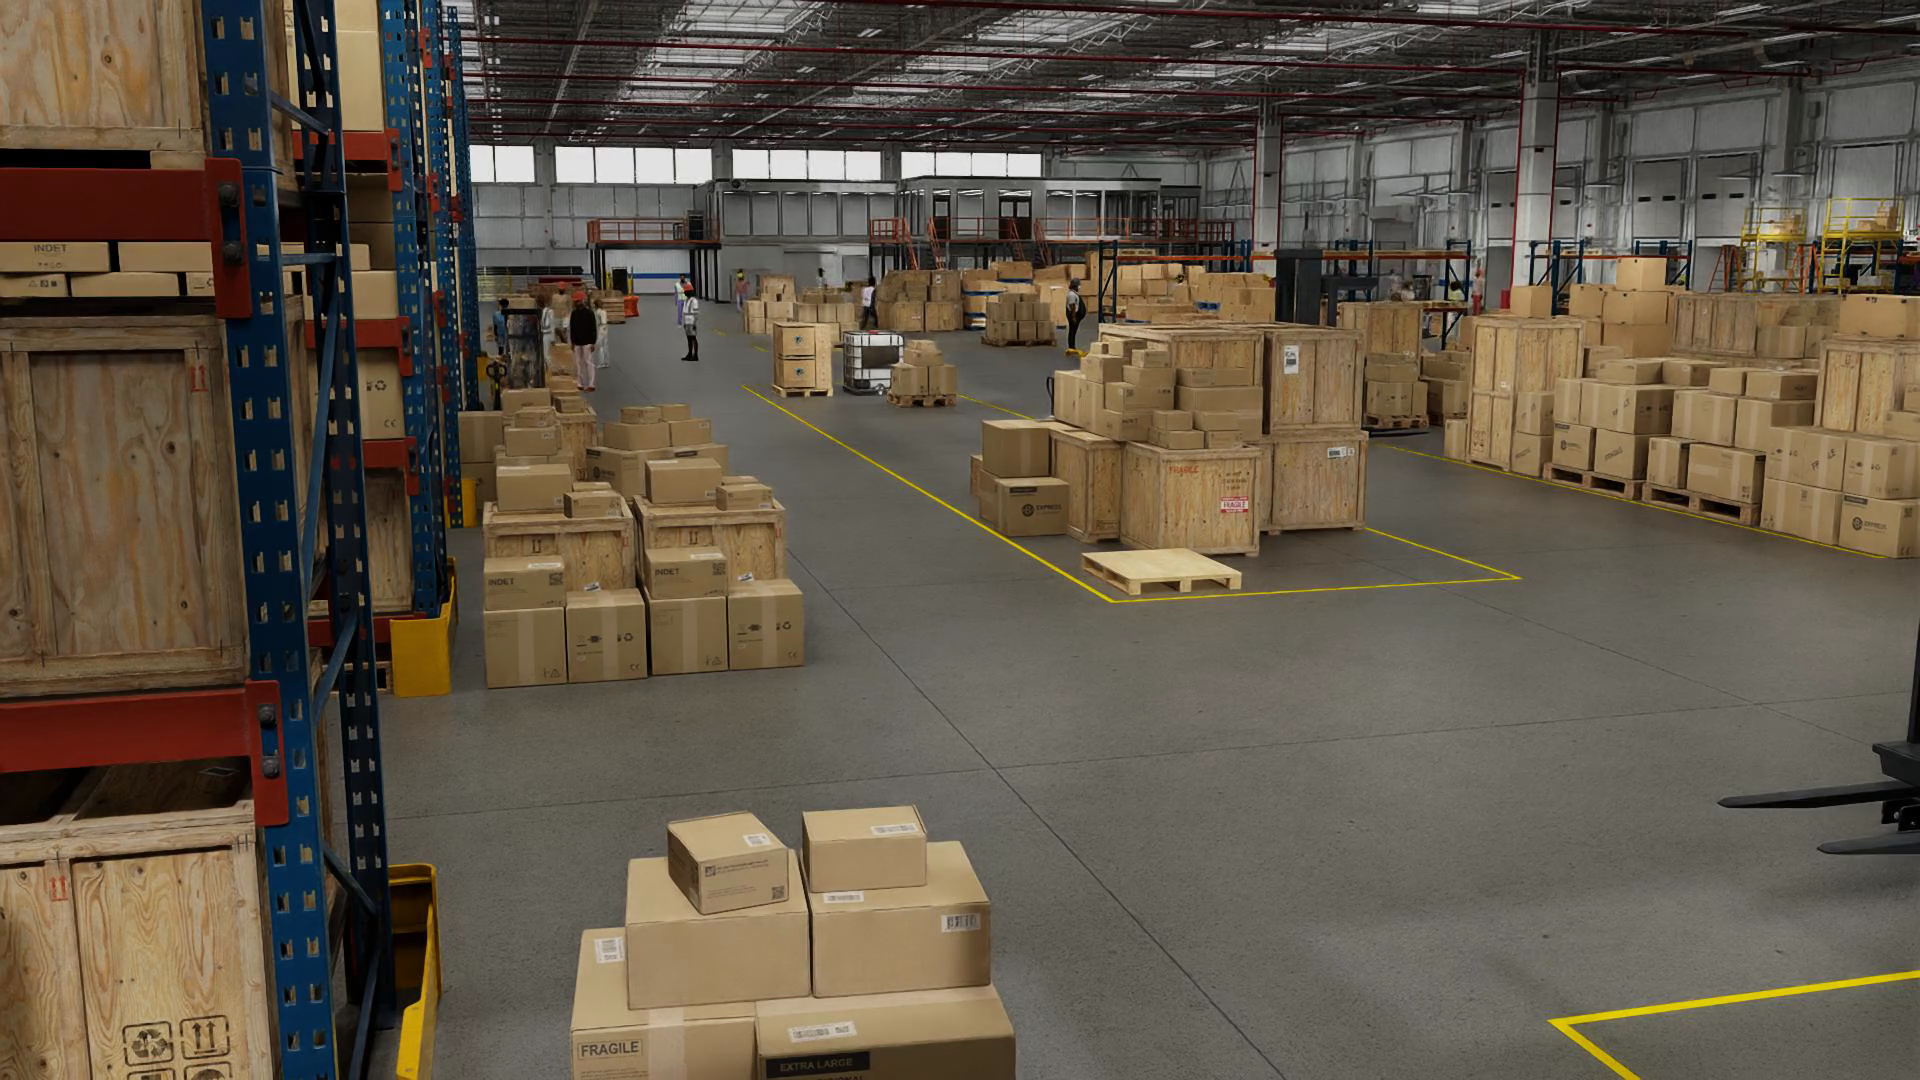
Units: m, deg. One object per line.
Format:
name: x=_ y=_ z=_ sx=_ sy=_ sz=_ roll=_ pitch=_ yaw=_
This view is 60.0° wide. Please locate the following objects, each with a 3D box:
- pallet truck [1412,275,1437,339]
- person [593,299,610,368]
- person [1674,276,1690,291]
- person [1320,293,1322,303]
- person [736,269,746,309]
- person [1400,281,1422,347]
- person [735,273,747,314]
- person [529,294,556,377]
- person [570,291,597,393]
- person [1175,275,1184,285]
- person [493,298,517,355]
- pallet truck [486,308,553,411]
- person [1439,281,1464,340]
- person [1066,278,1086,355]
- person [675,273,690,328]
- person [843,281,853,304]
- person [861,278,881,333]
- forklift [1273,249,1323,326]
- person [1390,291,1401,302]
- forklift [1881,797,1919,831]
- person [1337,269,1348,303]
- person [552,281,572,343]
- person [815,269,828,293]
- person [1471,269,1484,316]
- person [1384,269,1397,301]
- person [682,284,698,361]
pallet truck: x=14.620 y=-7.324 z=52.145 sx=0.823 sy=1.965 sz=1.885 roll=8 pitch=13 yaw=40
person: x=-8.475 y=-4.863 z=39.231 sx=0.310 sy=1.636 sz=0.523 roll=4 pitch=11 yaw=21
person: x=24.129 y=-7.900 z=55.727 sx=0.607 sy=1.878 sz=0.721 roll=1 pitch=10 yaw=3
person: x=11.775 y=-7.736 z=55.340 sx=0.533 sy=1.692 sz=0.319 roll=2 pitch=10 yaw=9
person: x=-10.076 y=-11.567 z=76.605 sx=0.517 sy=1.843 sz=0.325 roll=-9 pitch=13 yaw=-41
person: x=12.831 y=-6.500 z=47.797 sx=0.646 sy=1.894 sz=0.991 roll=-8 pitch=13 yaw=-37
person: x=-9.392 y=-10.587 z=71.379 sx=0.530 sy=1.732 sz=0.873 roll=0 pitch=10 yaw=3
person: x=-8.872 y=-4.283 z=35.283 sx=0.589 sy=1.868 sz=0.413 roll=7 pitch=12 yaw=33
person: x=-7.407 y=-3.878 z=32.641 sx=0.613 sy=1.994 sz=0.395 roll=6 pitch=12 yaw=30
person: x=7.919 y=-8.621 z=59.903 sx=0.712 sy=1.844 sz=0.558 roll=8 pitch=13 yaw=38
person: x=-10.385 y=-4.678 z=38.014 sx=0.539 sy=1.695 sz=0.318 roll=-3 pitch=11 yaw=-19
pallet truck: x=-6.242 y=-2.418 z=24.362 sx=0.823 sy=1.965 sz=1.885 roll=1 pitch=10 yaw=3
person: x=15.145 y=-7.035 z=51.094 sx=0.965 sy=1.787 sz=0.641 roll=-7 pitch=12 yaw=-36
person: x=3.085 y=-5.953 z=44.257 sx=0.535 sy=2.000 sz=0.674 roll=1 pitch=10 yaw=4
person: x=-9.760 y=-8.443 z=58.705 sx=0.587 sy=1.920 sz=0.397 roll=-1 pitch=10 yaw=-4
person: x=-3.286 y=-6.660 z=48.778 sx=0.538 sy=1.855 sz=0.556 roll=5 pitch=11 yaw=24
person: x=-2.807 y=-7.404 z=52.961 sx=0.958 sy=1.868 sz=0.605 roll=-9 pitch=14 yaw=-42
forklift: x=4.855 y=-2.824 z=24.162 sx=1.873 sy=2.768 sz=1.129 roll=-3 pitch=10 yaw=-15
person: x=9.265 y=-4.340 z=35.464 sx=0.636 sy=1.922 sz=0.452 roll=-2 pitch=10 yaw=-11
forklift: x=5.579 y=0.091 z=7.661 sx=1.873 sy=2.768 sz=1.129 roll=-3 pitch=10 yaw=-15
person: x=16.146 y=-10.487 z=70.275 sx=0.568 sy=1.917 sz=0.416 roll=7 pitch=12 yaw=35
person: x=-10.940 y=-6.161 z=45.778 sx=0.559 sy=1.919 sz=0.505 roll=0 pitch=10 yaw=0
person: x=-6.021 y=-10.760 z=71.833 sx=0.627 sy=1.909 sz=0.987 roll=5 pitch=11 yaw=25
person: x=20.528 y=-9.773 z=66.025 sx=0.400 sy=1.989 sz=0.623 roll=-4 pitch=11 yaw=-24
person: x=20.107 y=-11.762 z=77.839 sx=0.941 sy=1.796 sz=0.645 roll=8 pitch=13 yaw=39
person: x=-6.785 y=-5.460 z=41.753 sx=0.362 sy=1.939 sz=0.543 roll=-8 pitch=13 yaw=-37
